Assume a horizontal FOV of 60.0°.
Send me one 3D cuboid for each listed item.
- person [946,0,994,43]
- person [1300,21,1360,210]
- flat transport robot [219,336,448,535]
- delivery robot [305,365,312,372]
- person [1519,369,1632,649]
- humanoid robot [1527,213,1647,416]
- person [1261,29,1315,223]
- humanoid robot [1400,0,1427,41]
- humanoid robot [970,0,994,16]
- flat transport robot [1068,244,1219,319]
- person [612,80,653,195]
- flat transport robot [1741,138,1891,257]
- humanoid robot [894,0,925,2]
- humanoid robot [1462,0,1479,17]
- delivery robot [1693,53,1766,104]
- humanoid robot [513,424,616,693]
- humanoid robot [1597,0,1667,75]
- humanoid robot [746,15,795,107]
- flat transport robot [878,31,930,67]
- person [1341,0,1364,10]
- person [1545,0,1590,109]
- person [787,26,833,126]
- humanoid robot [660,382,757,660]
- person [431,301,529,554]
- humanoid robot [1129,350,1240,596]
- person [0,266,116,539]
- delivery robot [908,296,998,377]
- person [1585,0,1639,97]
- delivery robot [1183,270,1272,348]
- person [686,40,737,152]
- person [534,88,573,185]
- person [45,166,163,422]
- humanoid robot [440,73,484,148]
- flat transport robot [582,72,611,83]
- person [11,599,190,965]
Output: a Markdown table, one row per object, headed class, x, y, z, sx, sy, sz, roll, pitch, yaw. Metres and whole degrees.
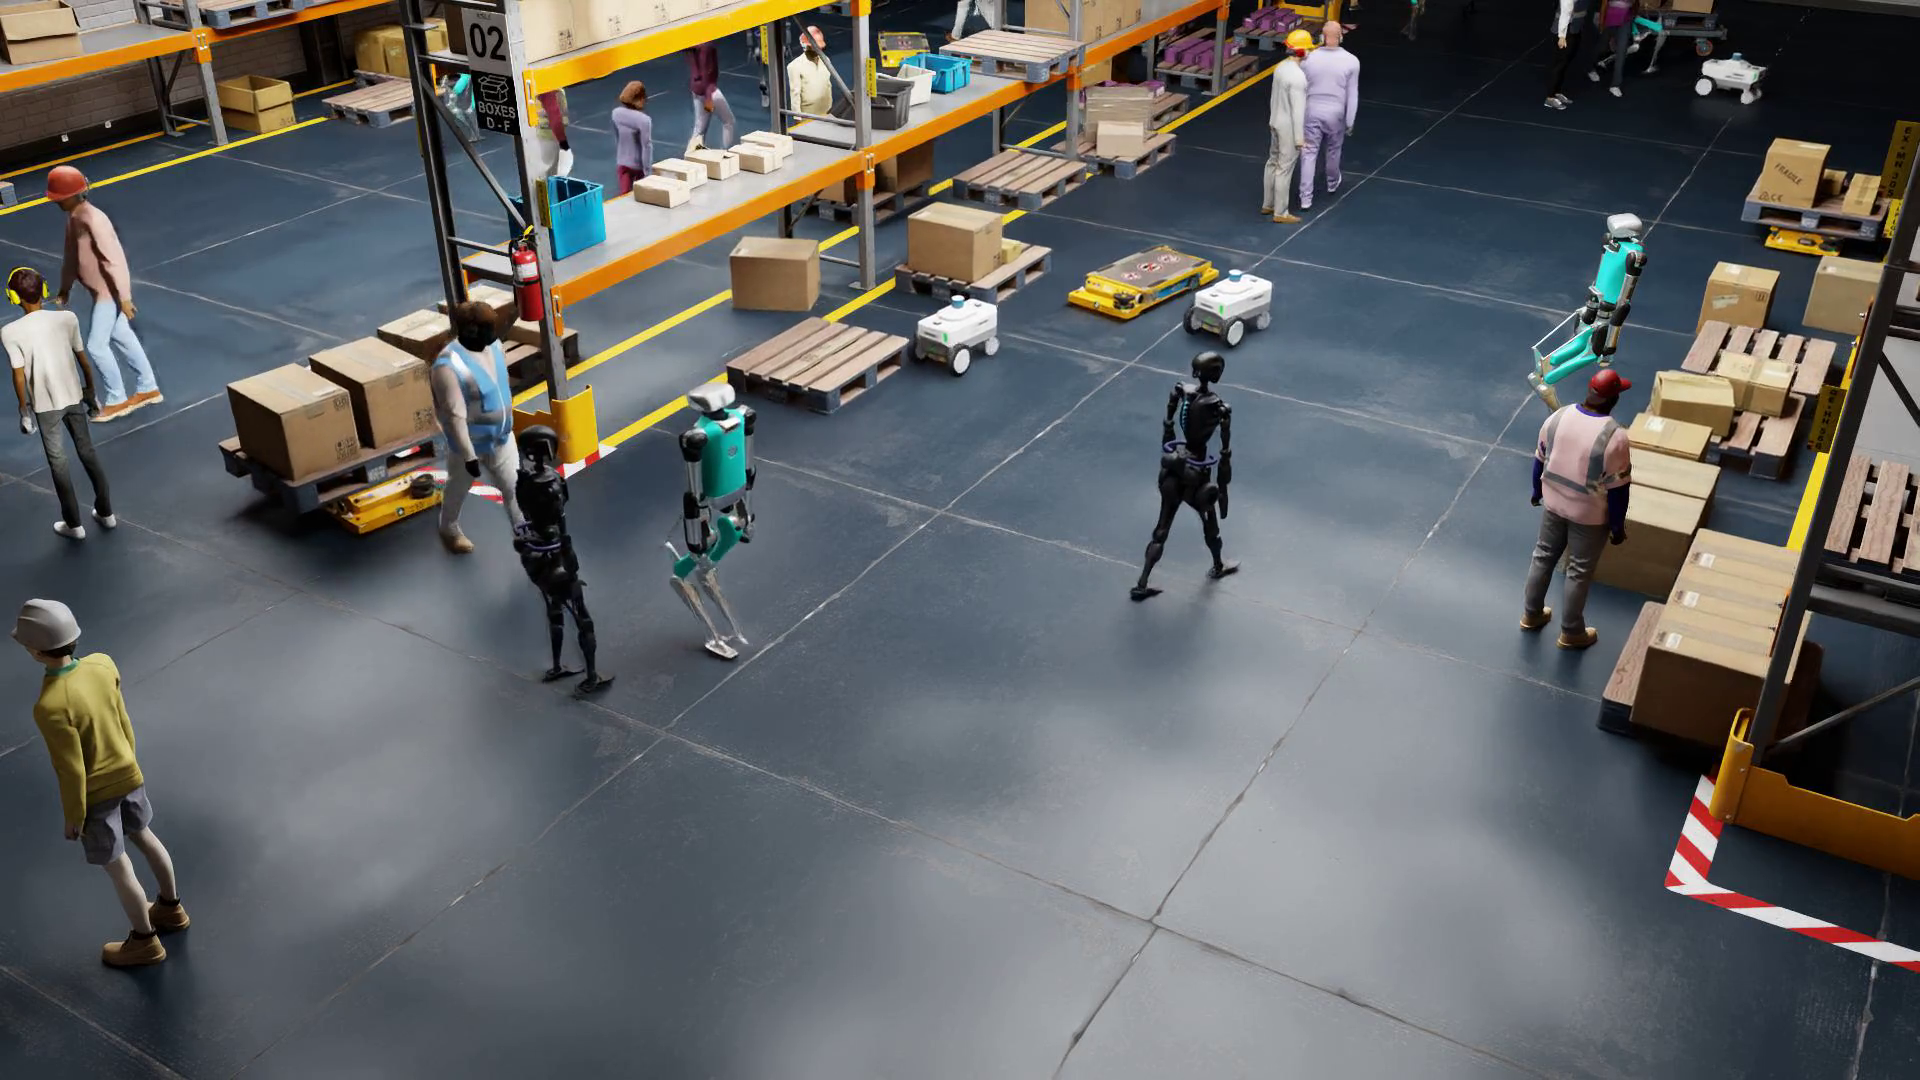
| class | x | y | z | sx | sy | sz | roll | pitch | yaw |
| --- | --- | --- | --- | --- | --- | --- | --- | --- | --- |
| person | 0.211 | -7.775 | 23.068 | 0.981 | 1.888 | 0.640 | 22 | 36 | 34 |
| person | 3.748 | -4.384 | 17.090 | 0.659 | 1.846 | 0.999 | 10 | 31 | 16 |
| flat transport robot | -4.347 | -0.448 | 11.733 | 1.431 | 0.231 | 0.659 | 24 | 37 | 35 |
| delivery robot | -4.793 | -1.029 | 12.476 | 0.499 | 0.600 | 0.801 | -8 | 30 | -14 |
| person | 3.639 | -0.191 | 9.771 | 0.420 | 1.751 | 0.622 | -20 | 35 | -31 |
| humanoid robot | 4.434 | -1.516 | 11.996 | 0.735 | 1.677 | 0.533 | -1 | 30 | -3 |
| person | 3.281 | -4.121 | 16.582 | 0.378 | 1.893 | 0.581 | -8 | 30 | -13 |
| humanoid robot | 6.549 | -7.976 | 23.616 | 0.537 | 1.833 | 0.803 | -15 | 33 | -25 |
| humanoid robot | 0.327 | -8.677 | 24.905 | 0.551 | 1.874 | 0.831 | 25 | 38 | 37 |
| flat transport robot | 1.681 | -2.355 | 15.107 | 0.659 | 0.231 | 1.431 | 24 | 37 | 36 |
| person | -3.146 | -3.572 | 15.915 | 0.503 | 1.598 | 0.728 | 13 | 32 | 22 |
| flat transport robot | 8.443 | -3.122 | 16.464 | 0.659 | 0.231 | 1.431 | 17 | 34 | 27 |
| humanoid robot | -0.798 | -9.204 | 25.837 | 0.769 | 1.626 | 0.605 | -7 | 30 | -12 |
| humanoid robot | 7.733 | -8.701 | 24.926 | 0.616 | 1.637 | 0.611 | -25 | 38 | -37 |
| delivery robot | 9.721 | -5.840 | 20.970 | 0.764 | 0.582 | 0.499 | 25 | 38 | 37 |
| humanoid robot | -2.277 | 0.084 | 9.367 | 0.394 | 1.651 | 0.611 | -20 | 35 | -31 |
| humanoid robot | 8.988 | -6.957 | 21.802 | 1.063 | 1.758 | 0.542 | 10 | 31 | 18 |
| humanoid robot | -2.286 | -5.976 | 20.092 | 0.585 | 1.645 | 0.477 | -3 | 30 | -6 |
| flat transport robot | -0.771 | -6.752 | 22.886 | 0.659 | 0.231 | 1.431 | -2 | 30 | -4 |
| person | 6.006 | -9.000 | 25.354 | 0.558 | 1.751 | 0.324 | 25 | 38 | 36 |
| person | 7.491 | -6.217 | 20.424 | 0.443 | 1.757 | 0.769 | 18 | 34 | 29 |
| person | -1.524 | -4.458 | 17.321 | 0.327 | 1.749 | 0.559 | 23 | 37 | 35 |
| humanoid robot | -1.497 | -0.112 | 9.622 | 0.632 | 1.783 | 0.531 | 20 | 35 | 31 |
| person | -3.077 | -0.664 | 10.586 | 0.949 | 1.799 | 0.636 | 15 | 33 | 24 |
| humanoid robot | 1.426 | -0.427 | 10.331 | 0.836 | 1.617 | 0.601 | -21 | 36 | -32 |
| person | -5.930 | -0.895 | 10.918 | 0.353 | 1.856 | 0.515 | 20 | 35 | 31 |
| delivery robot | -0.028 | -1.710 | 13.668 | 0.499 | 0.586 | 0.773 | 23 | 36 | 34 |
| person | 8.314 | -6.628 | 21.109 | 0.527 | 1.809 | 0.863 | -1 | 29 | -2 |
| delivery robot | 2.308 | -1.990 | 14.186 | 0.799 | 0.608 | 0.499 | -24 | 37 | -36 |
| person | -2.589 | -4.849 | 17.844 | 0.800 | 1.926 | 0.495 | -13 | 32 | -22 |
| person | -4.055 | -4.067 | 16.553 | 0.518 | 1.827 | 0.631 | -10 | 31 | -18 |
| person | -6.490 | -1.838 | 12.450 | 0.673 | 1.966 | 0.648 | -19 | 35 | -31 |
| humanoid robot | -5.612 | -5.295 | 18.933 | 0.546 | 1.884 | 0.758 | 16 | 33 | 27 |
| flat transport robot | -5.314 | -6.052 | 21.647 | 0.659 | 0.231 | 1.431 | 22 | 36 | 34 |
| person | -3.801 | 1.084 | 7.378 | 0.384 | 1.892 | 0.474 | 5 | 30 | 9 |
